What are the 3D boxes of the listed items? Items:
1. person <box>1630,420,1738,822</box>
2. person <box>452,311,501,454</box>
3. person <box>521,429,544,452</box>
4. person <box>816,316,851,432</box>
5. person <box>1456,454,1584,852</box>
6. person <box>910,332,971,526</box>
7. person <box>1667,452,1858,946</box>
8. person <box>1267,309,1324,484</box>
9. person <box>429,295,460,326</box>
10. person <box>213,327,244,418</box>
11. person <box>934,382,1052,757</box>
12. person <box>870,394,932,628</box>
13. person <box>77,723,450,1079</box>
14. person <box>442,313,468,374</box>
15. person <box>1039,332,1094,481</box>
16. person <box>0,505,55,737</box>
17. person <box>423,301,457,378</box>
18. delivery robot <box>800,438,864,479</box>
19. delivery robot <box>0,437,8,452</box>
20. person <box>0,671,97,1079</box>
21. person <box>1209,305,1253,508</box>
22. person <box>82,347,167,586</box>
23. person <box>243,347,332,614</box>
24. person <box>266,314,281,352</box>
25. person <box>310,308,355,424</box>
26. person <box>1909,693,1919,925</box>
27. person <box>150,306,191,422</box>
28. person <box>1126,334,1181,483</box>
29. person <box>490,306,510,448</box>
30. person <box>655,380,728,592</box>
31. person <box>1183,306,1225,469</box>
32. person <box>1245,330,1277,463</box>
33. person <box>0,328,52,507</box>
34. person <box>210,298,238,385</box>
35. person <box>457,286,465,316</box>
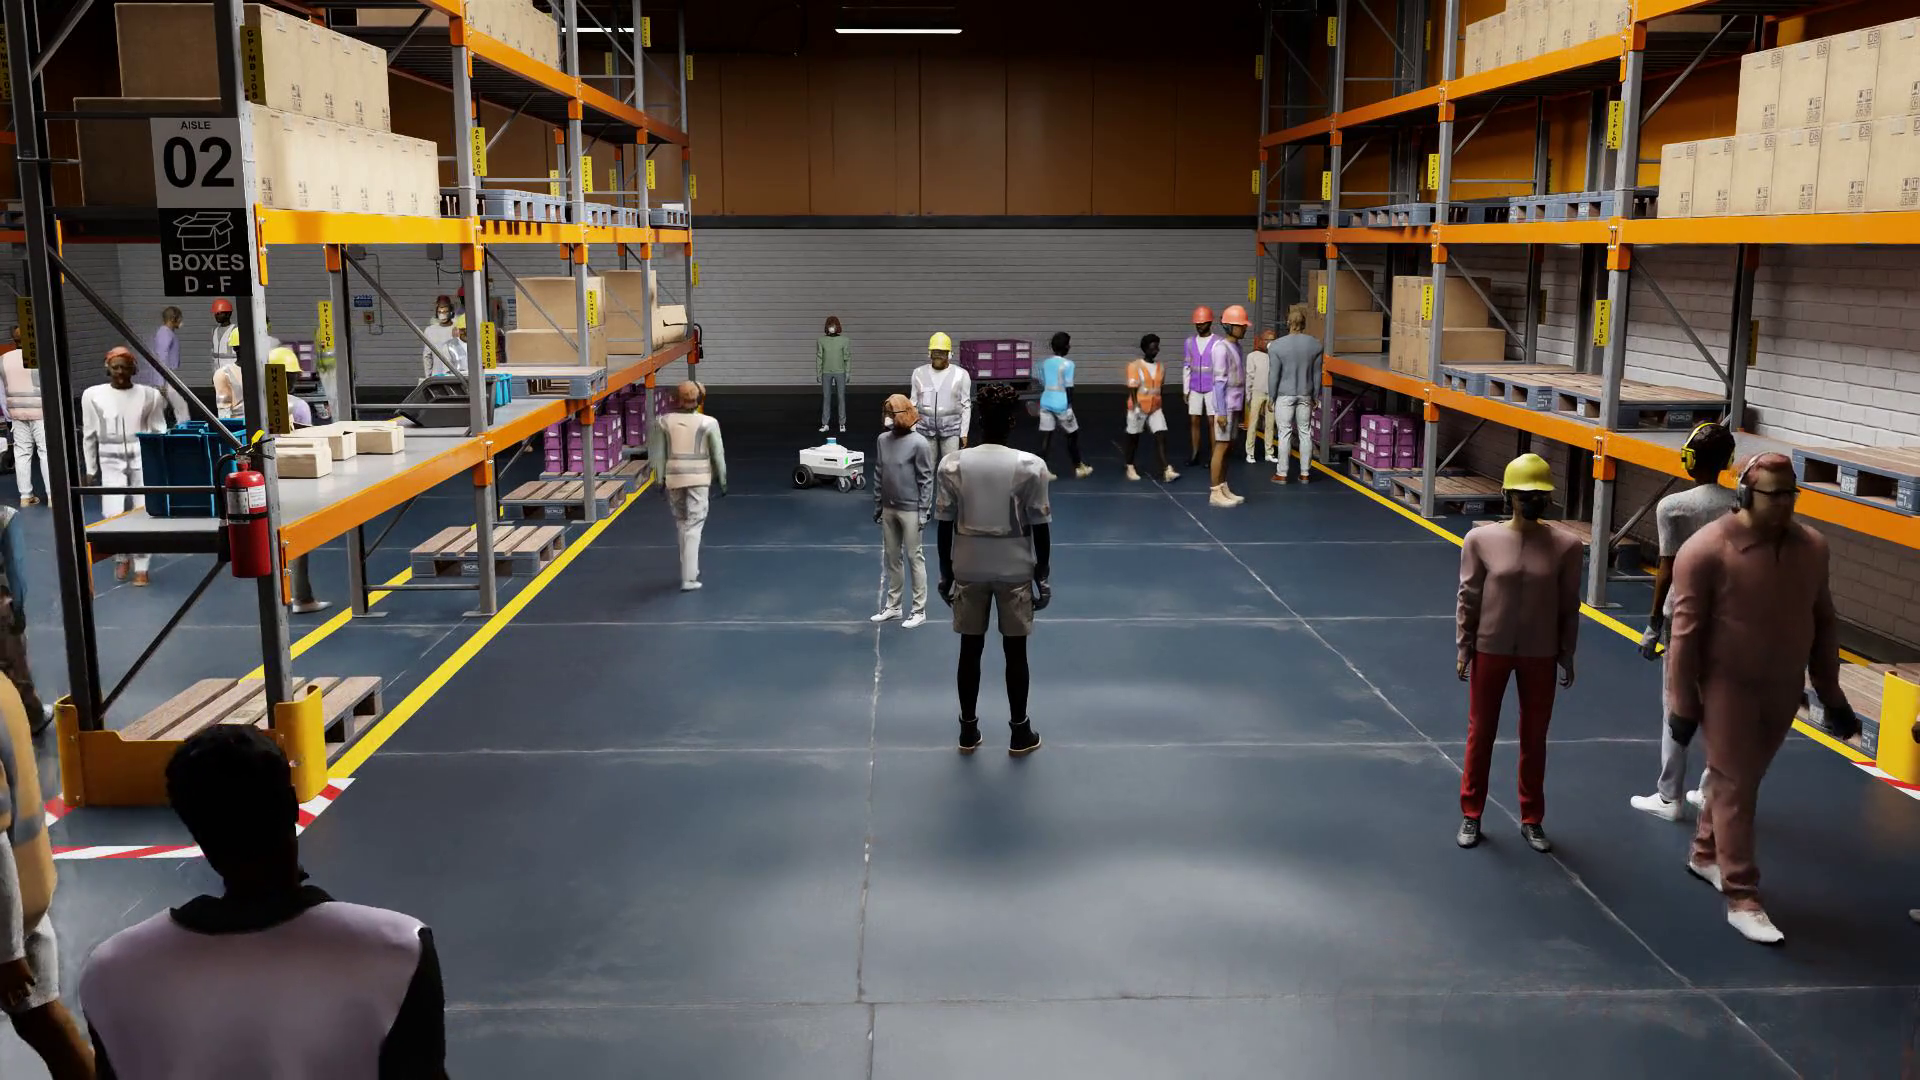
[{"bbox_3d":[3.407,0.378,7.717,0.513,1.872,0.328,-2,10,-12],"label":"person"},{"bbox_3d":[-6.103,-2.065,20.997,0.608,1.989,0.386,-4,11,-19],"label":"person"},{"bbox_3d":[-5.424,-2.042,21.320,0.622,1.835,0.430,-7,12,-33],"label":"person"},{"bbox_3d":[-1.792,-2.342,23.530,0.502,1.633,0.280,1,10,5],"label":"person"},{"bbox_3d":[2.452,0.498,7.332,0.525,1.772,0.306,2,10,11],"label":"person"},{"bbox_3d":[-0.198,-1.043,15.725,0.590,1.837,0.403,2,10,8],"label":"person"},{"bbox_3d":[3.162,0.582,6.594,0.693,1.898,0.663,-3,11,-15],"label":"person"},{"bbox_3d":[3.700,-1.581,18.440,0.632,1.940,0.372,-1,10,-8],"label":"person"},{"bbox_3d":[-7.970,-2.828,25.594,0.775,1.859,0.606,8,13,36],"label":"person"},{"bbox_3d":[-6.388,-0.949,14.943,0.364,1.930,0.588,4,11,20],"label":"person"},{"bbox_3d":[0.180,0.156,8.684,0.613,1.963,0.361,2,10,13],"label":"person"},{"bbox_3d":[-0.412,-0.205,11.620,0.507,1.631,0.266,9,14,42],"label":"person"},{"bbox_3d":[-1.134,1.242,2.856,0.621,1.884,0.471,0,10,2],"label":"person"},{"bbox_3d":[-5.935,-1.824,20.111,0.599,1.823,0.403,-6,12,-29],"label":"person"},{"bbox_3d":[1.183,-1.498,18.712,0.791,1.659,0.557,-9,14,-42],"label":"person"},{"bbox_3d":[-5.094,0.347,8.662,0.535,1.586,0.869,-1,10,-8],"label":"person"},{"bbox_3d":[-6.475,-2.048,21.040,0.631,1.940,0.370,1,10,3],"label":"person"},{"bbox_3d":[-1.392,-0.866,18.047,0.707,0.478,0.477,7,12,34],"label":"delivery robot"},{"bbox_3d":[-11.262,-1.036,18.995,0.477,0.478,0.707,2,10,14],"label":"delivery robot"},{"bbox_3d":[-2.692,0.966,4.325,0.925,1.901,0.571,-4,11,-21],"label":"person"},{"bbox_3d":[2.760,-1.358,16.905,0.390,2.040,0.614,5,11,25],"label":"person"},{"bbox_3d":[-6.465,-0.560,12.929,0.602,1.872,0.412,-5,11,-26],"label":"person"},{"bbox_3d":[-4.871,-0.427,12.042,0.593,1.924,0.374,4,11,22],"label":"person"},{"bbox_3d":[-8.501,-1.861,20.260,0.532,1.844,0.431,-7,13,-36],"label":"person"},{"bbox_3d":[-8.756,-2.347,23.021,0.664,1.825,0.606,4,11,22],"label":"person"},{"bbox_3d":[3.950,0.668,6.400,0.533,1.764,0.326,1,10,6],"label":"person"},{"bbox_3d":[-9.989,-1.989,20.909,1.004,1.879,0.636,-6,12,-29],"label":"person"},{"bbox_3d":[2.105,-1.446,18.460,0.545,1.653,0.837,-5,11,-25],"label":"person"},{"bbox_3d":[-6.126,-2.101,21.526,0.660,1.875,0.561,2,10,8],"label":"person"},{"bbox_3d":[-2.066,-0.434,12.953,0.540,1.608,0.731,3,10,14],"label":"person"},{"bbox_3d":[2.884,-1.801,19.717,0.542,1.928,0.394,6,12,31],"label":"person"},{"bbox_3d":[3.696,-1.742,20.217,0.494,1.628,0.284,-2,10,-10],"label":"person"},{"bbox_3d":[-9.380,-1.247,16.853,0.627,1.844,0.429,0,10,2],"label":"person"},{"bbox_3d":[-9.661,-2.208,21.937,0.545,1.939,0.354,4,11,22],"label":"person"},{"bbox_3d":[-8.336,-3.334,28.216,0.376,1.932,0.551,4,11,19],"label":"person"}]
